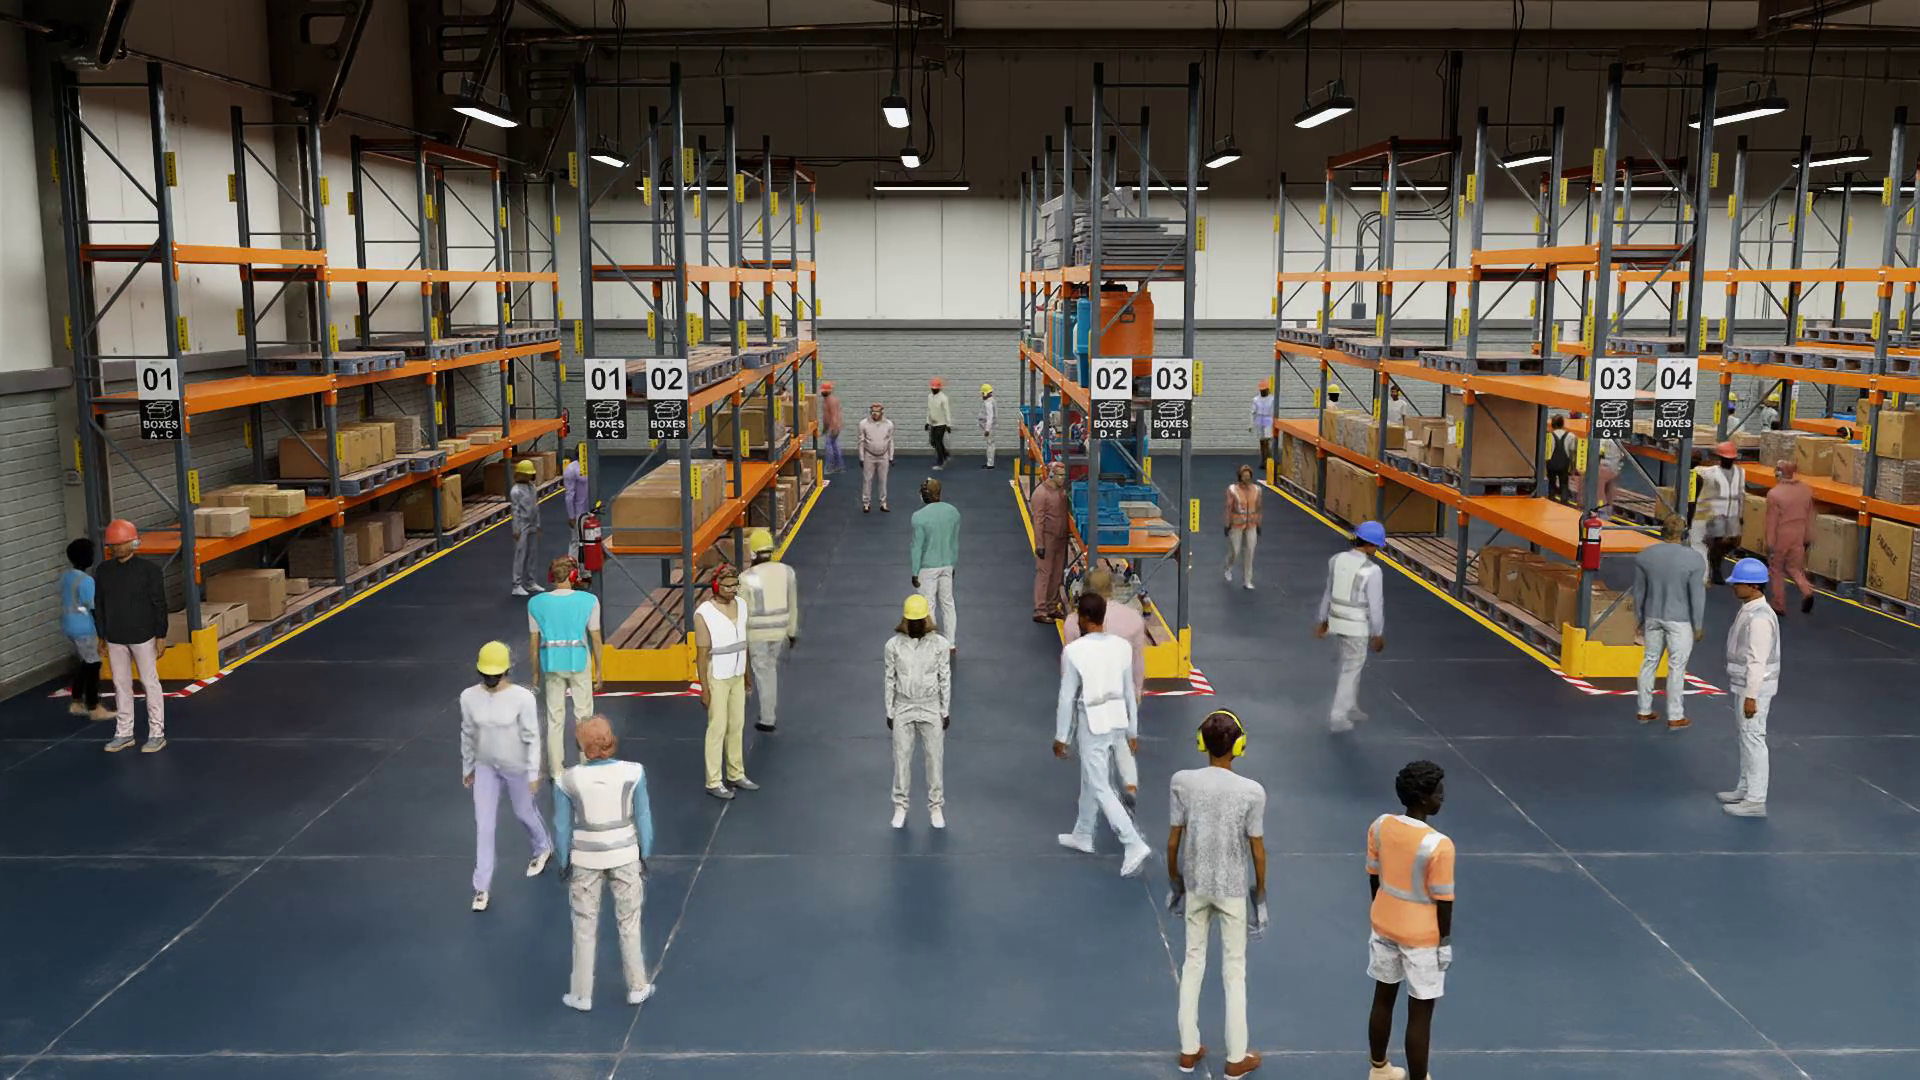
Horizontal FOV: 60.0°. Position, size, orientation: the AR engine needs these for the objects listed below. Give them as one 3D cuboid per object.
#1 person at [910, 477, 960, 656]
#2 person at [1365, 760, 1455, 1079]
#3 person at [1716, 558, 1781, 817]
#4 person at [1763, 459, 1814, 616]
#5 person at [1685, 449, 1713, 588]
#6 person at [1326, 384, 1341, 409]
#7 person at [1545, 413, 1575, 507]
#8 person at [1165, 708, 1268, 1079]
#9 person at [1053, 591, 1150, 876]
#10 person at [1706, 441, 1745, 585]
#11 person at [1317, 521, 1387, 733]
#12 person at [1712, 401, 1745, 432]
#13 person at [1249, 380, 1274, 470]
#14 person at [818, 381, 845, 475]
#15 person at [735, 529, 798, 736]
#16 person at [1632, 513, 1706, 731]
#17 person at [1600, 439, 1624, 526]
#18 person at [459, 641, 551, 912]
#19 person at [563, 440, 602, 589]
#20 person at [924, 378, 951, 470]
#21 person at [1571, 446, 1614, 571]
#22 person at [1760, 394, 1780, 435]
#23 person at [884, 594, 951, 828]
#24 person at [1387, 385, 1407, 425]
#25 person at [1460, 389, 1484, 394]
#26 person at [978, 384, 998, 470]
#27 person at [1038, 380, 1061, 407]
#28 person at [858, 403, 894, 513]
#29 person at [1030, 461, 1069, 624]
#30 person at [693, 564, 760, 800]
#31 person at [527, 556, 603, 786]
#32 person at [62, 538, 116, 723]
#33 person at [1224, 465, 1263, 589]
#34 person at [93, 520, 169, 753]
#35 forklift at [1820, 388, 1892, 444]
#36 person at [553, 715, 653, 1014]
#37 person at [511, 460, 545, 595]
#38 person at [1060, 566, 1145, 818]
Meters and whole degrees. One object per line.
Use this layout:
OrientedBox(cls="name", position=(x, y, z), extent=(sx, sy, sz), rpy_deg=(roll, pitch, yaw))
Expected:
OrientedBox(cls="person", position=(-0.270, 0.302, 17.563), extent=(0.630, 1.933, 0.364), rpy_deg=(-7, 11, -39))
OrientedBox(cls="person", position=(2.179, 1.894, 8.051), extent=(0.322, 1.699, 0.536), rpy_deg=(-5, 10, -29))
OrientedBox(cls="person", position=(5.903, 1.092, 12.465), extent=(0.420, 1.939, 0.603), rpy_deg=(3, 9, 18))
OrientedBox(cls="person", position=(9.806, -0.010, 19.698), extent=(0.671, 1.883, 0.539), rpy_deg=(-2, 9, -14))
OrientedBox(cls="person", position=(9.612, -0.281, 21.723), extent=(0.480, 1.804, 0.676), rpy_deg=(4, 10, 25))
OrientedBox(cls="person", position=(7.470, -2.170, 33.470), extent=(0.366, 1.927, 0.585), rpy_deg=(1, 9, 5))
OrientedBox(cls="person", position=(9.842, -1.180, 27.417), extent=(0.531, 1.826, 0.390), rpy_deg=(2, 9, 12))
OrientedBox(cls="person", position=(1.287, 1.767, 8.344), extent=(0.533, 1.864, 0.310), rpy_deg=(4, 10, 24))
OrientedBox(cls="person", position=(1.001, 1.299, 11.337), extent=(0.623, 1.876, 0.950), rpy_deg=(-8, 12, -40))
OrientedBox(cls="person", position=(10.032, -0.358, 21.844), extent=(0.567, 1.914, 0.478), rpy_deg=(-1, 9, -4))
OrientedBox(cls="person", position=(3.546, 0.757, 14.698), extent=(0.689, 1.907, 0.646), rpy_deg=(-5, 10, -28))
OrientedBox(cls="person", position=(13.587, -1.509, 29.404), extent=(0.989, 1.868, 0.658), rpy_deg=(-8, 12, -41))
OrientedBox(cls="person", position=(6.404, -2.430, 35.240), extent=(0.576, 1.890, 0.945), rpy_deg=(5, 10, 28))
OrientedBox(cls="person", position=(-2.682, -2.311, 34.310), extent=(0.736, 1.945, 0.660), rpy_deg=(-4, 10, -26))
OrientedBox(cls="person", position=(-1.784, 0.803, 14.689), extent=(0.618, 1.814, 0.613), rpy_deg=(-8, 12, -40))
OrientedBox(cls="person", position=(6.316, 0.721, 14.842), extent=(0.360, 1.935, 0.632), rpy_deg=(-7, 11, -39))
OrientedBox(cls="person", position=(10.623, -1.142, 27.171), extent=(0.404, 1.827, 0.600), rpy_deg=(0, 9, -2))
OrientedBox(cls="person", position=(-2.961, 1.458, 10.811), extent=(0.566, 1.715, 0.902), rpy_deg=(1, 9, 5))
OrientedBox(cls="person", position=(-4.903, -0.339, 21.667), extent=(0.352, 1.933, 0.634), rpy_deg=(4, 10, 23))
OrientedBox(cls="person", position=(-0.434, -2.461, 35.230), extent=(0.629, 1.961, 0.637), rpy_deg=(-7, 11, -37))
OrientedBox(cls="person", position=(8.741, -0.460, 23.041), extent=(0.541, 1.739, 0.598), rpy_deg=(-1, 9, -5))
OrientedBox(cls="person", position=(16.366, -2.092, 33.598), extent=(0.320, 1.731, 0.489), rpy_deg=(0, 9, -3))
OrientedBox(cls="person", position=(-0.306, 1.247, 12.113), extent=(0.496, 1.734, 0.326), rpy_deg=(0, 9, 0))
OrientedBox(cls="person", position=(8.986, -2.272, 34.365), extent=(0.332, 1.859, 0.511), rpy_deg=(-8, 12, -42))
OrientedBox(cls="person", position=(11.496, -2.799, 37.482), extent=(0.545, 1.938, 0.362), rpy_deg=(0, 9, -3))
OrientedBox(cls="person", position=(0.592, -2.385, 35.169), extent=(0.404, 1.828, 0.592), rpy_deg=(1, 9, 7))
OrientedBox(cls="person", position=(1.985, -2.542, 35.841), extent=(0.647, 1.934, 1.034), rpy_deg=(1, 9, 6))
OrientedBox(cls="person", position=(-1.442, -1.419, 28.725), extent=(0.636, 1.903, 0.404), rpy_deg=(-2, 9, -15))
OrientedBox(cls="person", position=(1.087, 0.024, 19.469), extent=(0.401, 1.899, 0.647), rpy_deg=(6, 11, 34))
OrientedBox(cls="person", position=(-1.831, 1.085, 12.847), extent=(0.408, 1.830, 0.579), rpy_deg=(5, 10, 30))
OrientedBox(cls="person", position=(-3.101, 1.040, 13.105), extent=(0.563, 1.837, 0.395), rpy_deg=(-1, 9, -4))
OrientedBox(cls="person", position=(-7.901, 0.814, 15.025), extent=(0.345, 1.691, 0.569), rpy_deg=(-8, 12, -42))
OrientedBox(cls="person", position=(3.674, -0.183, 21.671), extent=(0.519, 1.623, 0.489), rpy_deg=(-2, 9, -12))
OrientedBox(cls="person", position=(-7.019, 0.812, 14.063), extent=(0.625, 1.992, 0.386), rpy_deg=(1, 9, 6))
OrientedBox(cls="forklift", position=(20.072, -3.110, 36.462), extent=(1.873, 2.768, 1.129), rpy_deg=(0, 9, 0))
OrientedBox(cls="person", position=(-1.961, 1.769, 9.107), extent=(0.558, 1.623, 0.318), rpy_deg=(-2, 9, -14))
OrientedBox(cls="person", position=(-5.524, -0.163, 21.196), extent=(0.352, 1.733, 0.485), rpy_deg=(3, 9, 19))
OrientedBox(cls="person", position=(1.067, 1.135, 12.277), extent=(0.654, 1.913, 0.736), rpy_deg=(-3, 9, -17))
